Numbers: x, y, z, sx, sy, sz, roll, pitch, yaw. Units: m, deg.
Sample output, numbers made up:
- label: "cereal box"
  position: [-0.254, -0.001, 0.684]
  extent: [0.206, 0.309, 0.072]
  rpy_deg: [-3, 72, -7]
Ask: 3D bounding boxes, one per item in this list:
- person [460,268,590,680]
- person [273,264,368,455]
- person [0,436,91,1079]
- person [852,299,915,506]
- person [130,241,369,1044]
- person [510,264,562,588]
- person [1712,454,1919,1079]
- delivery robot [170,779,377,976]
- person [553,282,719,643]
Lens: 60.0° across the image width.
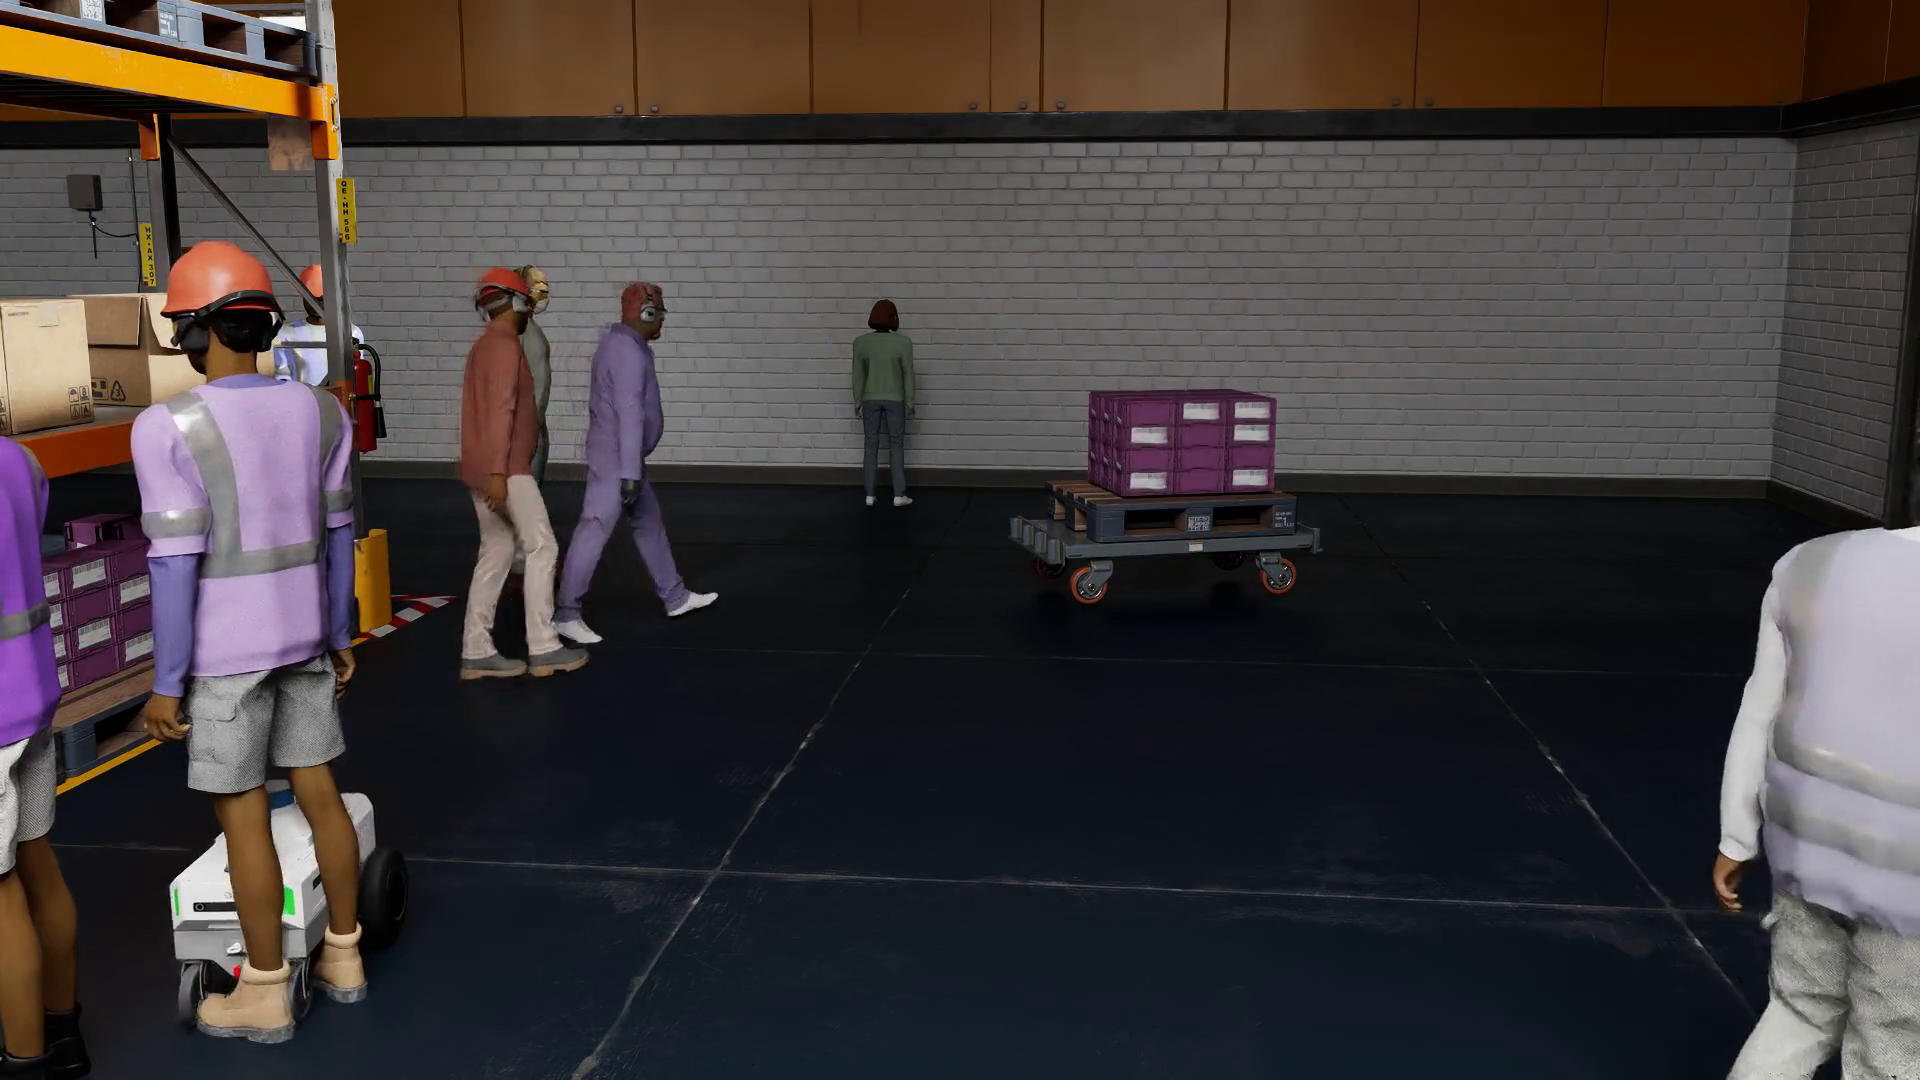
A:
- label: "person"
  position: [-2.127, -0.315, 7.912]
  extent: [0.677, 1.932, 0.689]
  rpy_deg: [-6, 12, -32]
- label: "person"
  position: [-3.869, -0.703, 10.143]
  extent: [0.546, 1.934, 0.376]
  rpy_deg: [-8, 12, -37]
- label: "person"
  position: [-2.267, 0.410, 3.789]
  extent: [0.374, 1.928, 0.542]
  rpy_deg: [-2, 10, -9]
- label: "person"
  position: [-0.600, -1.081, 13.163]
  extent: [0.507, 1.632, 0.268]
  rpy_deg: [2, 10, 12]
- label: "person"
  position: [-1.835, 0.266, 4.286]
  extent: [0.391, 2.041, 0.615]
  rpy_deg: [5, 11, 27]
- label: "person"
  position: [-2.602, -0.680, 10.011]
  extent: [0.373, 1.935, 0.628]
  rpy_deg: [-1, 10, -6]
- label: "person"
  position: [1.675, 0.615, 3.009]
  extent: [0.569, 1.792, 0.633]
  rpy_deg: [-6, 12, -32]
- label: "delivery robot"
  position: [-1.882, 0.907, 4.599]
  extent: [0.477, 0.478, 0.707]
  rpy_deg: [0, 10, -2]
- label: "person"
  position: [-1.719, -0.414, 8.756]
  extent: [0.992, 1.844, 0.740]
  rpy_deg: [-3, 10, -17]
